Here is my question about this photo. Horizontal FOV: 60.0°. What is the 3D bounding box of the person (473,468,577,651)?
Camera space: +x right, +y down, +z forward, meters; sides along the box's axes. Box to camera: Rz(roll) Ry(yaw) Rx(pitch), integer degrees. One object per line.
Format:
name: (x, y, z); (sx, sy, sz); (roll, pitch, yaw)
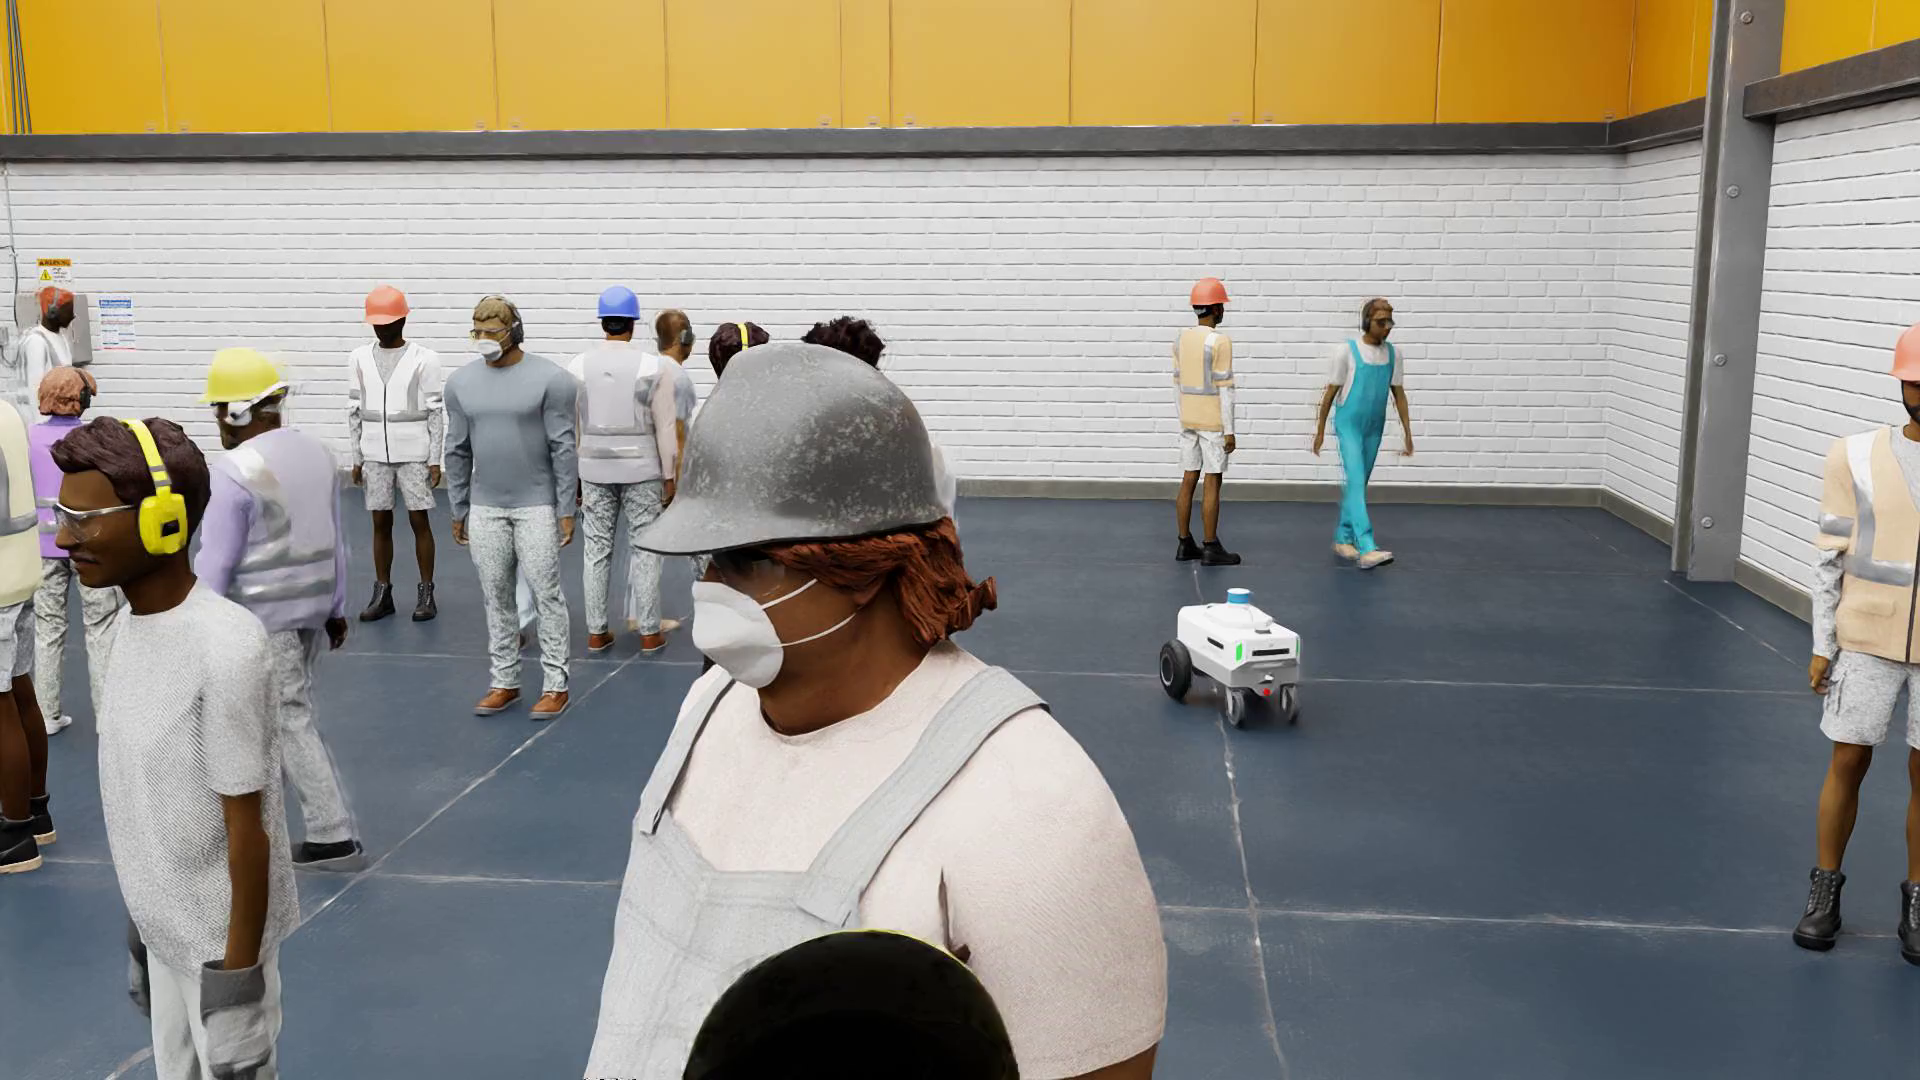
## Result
person: (-2.359, -0.229, 9.065); (0.510, 1.573, 0.925); (2, 10, 13)

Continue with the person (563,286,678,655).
person: (-1.776, -0.356, 8.748); (0.607, 1.940, 0.417); (1, 10, 5)

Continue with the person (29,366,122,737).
person: (-3.861, 0.057, 7.264); (0.524, 1.631, 0.319); (-1, 10, -8)

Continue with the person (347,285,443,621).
person: (-3.232, -0.487, 9.525); (0.542, 1.929, 0.368); (0, 10, 1)

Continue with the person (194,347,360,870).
person: (-2.426, 0.245, 5.701); (0.766, 1.796, 0.618); (2, 10, 11)

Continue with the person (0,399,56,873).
person: (-3.349, 0.164, 5.685); (0.367, 1.966, 0.605); (-3, 10, -15)

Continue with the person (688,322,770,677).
person: (-0.865, 0.096, 6.407); (0.343, 1.855, 0.521); (-5, 11, -27)

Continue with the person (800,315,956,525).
person: (-0.271, 0.342, 4.716); (0.635, 1.945, 0.663); (-4, 11, -23)

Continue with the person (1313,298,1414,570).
person: (2.738, -0.704, 11.134); (0.572, 1.798, 0.920); (-4, 11, -20)

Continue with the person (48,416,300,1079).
person: (-1.310, 0.714, 2.847); (0.505, 1.864, 0.331); (9, 14, 43)

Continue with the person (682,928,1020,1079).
person: (-0.152, 1.092, 1.066); (0.491, 1.720, 0.513); (-7, 12, -36)

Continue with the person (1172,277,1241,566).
person: (1.668, -0.794, 11.242); (0.347, 1.943, 0.544); (-7, 12, -34)

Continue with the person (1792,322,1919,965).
person: (2.828, 0.306, 4.951); (0.547, 1.938, 0.378); (5, 11, 28)

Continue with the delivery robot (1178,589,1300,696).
delivery robot: (1.285, 0.470, 7.705); (0.477, 0.478, 0.707); (-3, 10, -16)

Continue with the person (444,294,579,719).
person: (-2.039, -0.146, 7.579); (0.637, 1.930, 0.373); (2, 10, 10)
